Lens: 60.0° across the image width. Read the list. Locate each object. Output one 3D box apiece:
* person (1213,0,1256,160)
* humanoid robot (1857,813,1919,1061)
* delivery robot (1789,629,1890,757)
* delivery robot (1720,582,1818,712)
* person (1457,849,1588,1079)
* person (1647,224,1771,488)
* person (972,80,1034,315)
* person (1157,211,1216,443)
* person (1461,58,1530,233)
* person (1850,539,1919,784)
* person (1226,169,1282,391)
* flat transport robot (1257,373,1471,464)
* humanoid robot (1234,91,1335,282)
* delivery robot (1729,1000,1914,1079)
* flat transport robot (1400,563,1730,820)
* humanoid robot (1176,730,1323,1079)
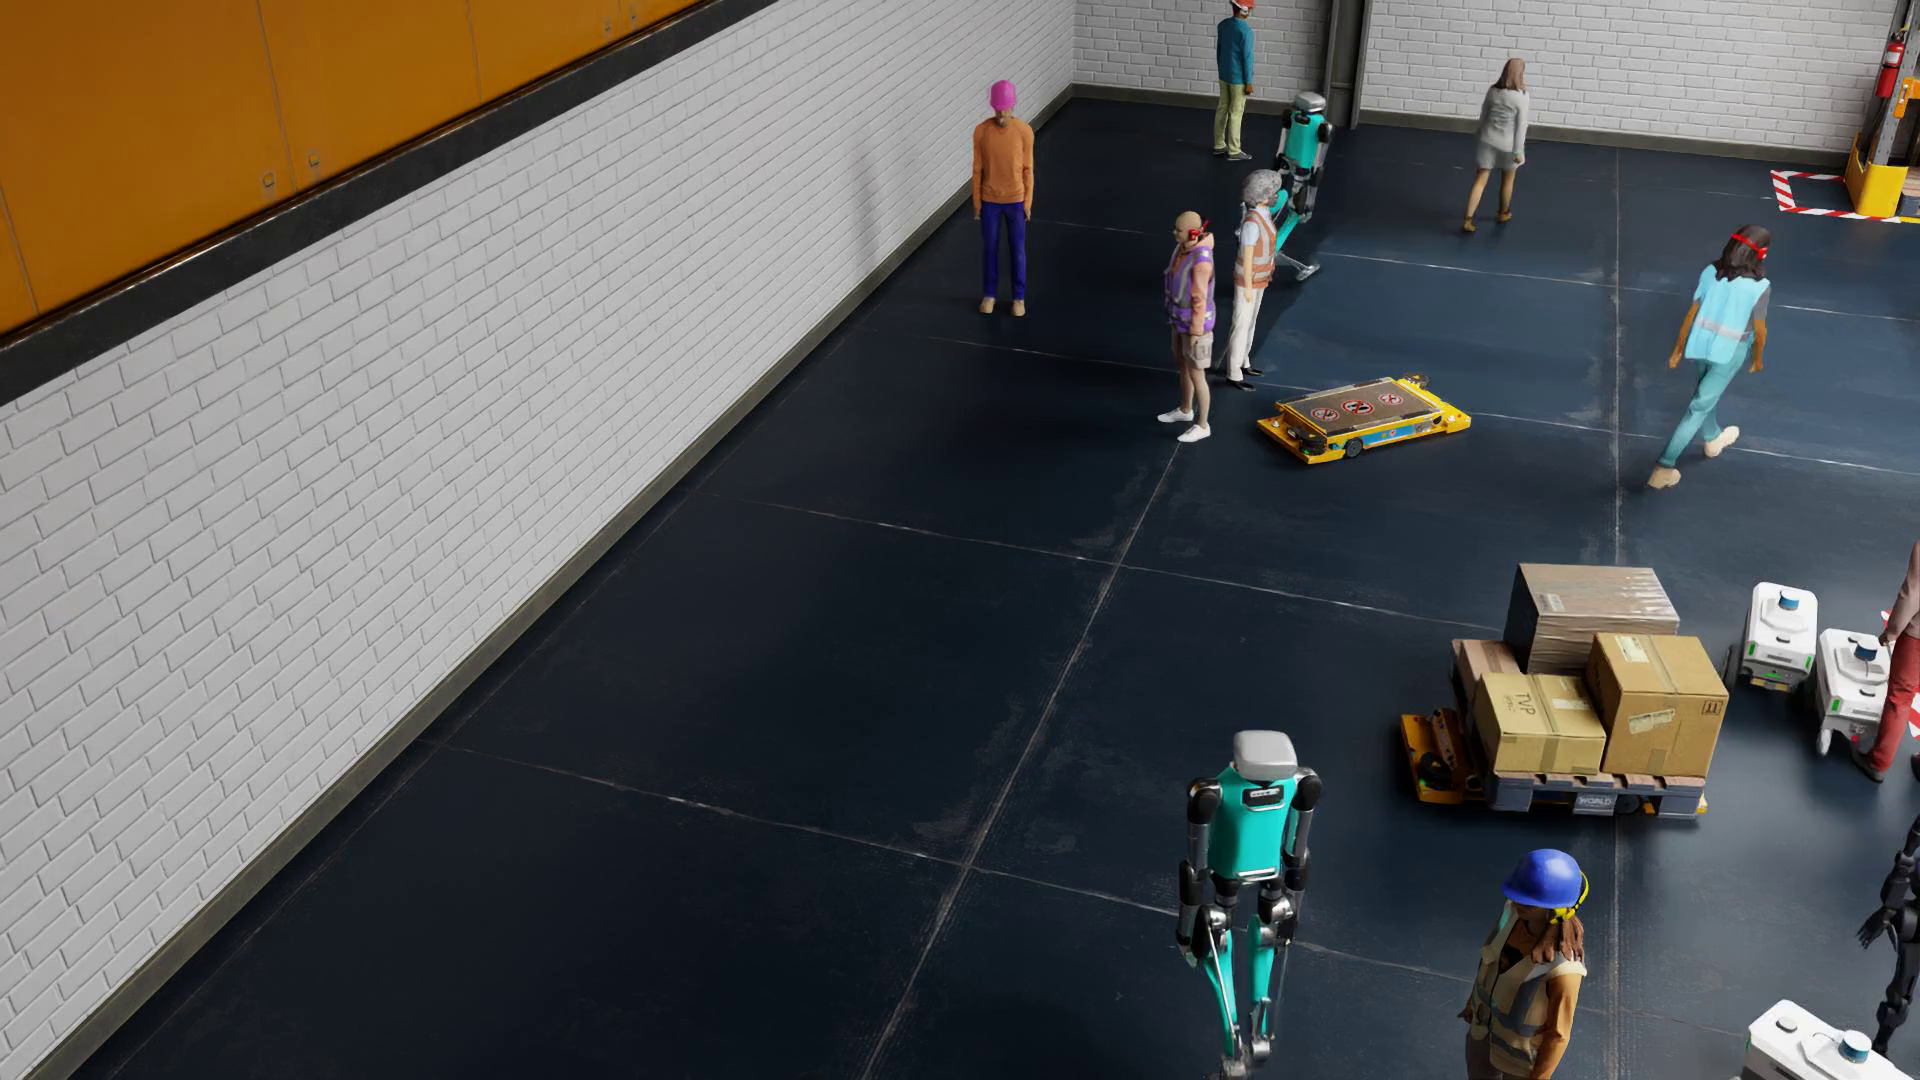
[{"bbox_3d":[2.904,-4.886,17.474,0.328,1.748,0.559,-15,34,-24],"label":"person"},{"bbox_3d":[3.970,1.517,6.647,0.610,1.651,0.332,8,31,13],"label":"humanoid robot"},{"bbox_3d":[4.819,0.802,8.971,0.499,0.587,0.788,10,32,16],"label":"delivery robot"},{"bbox_3d":[4.608,0.579,9.376,0.499,0.613,0.811,13,33,21],"label":"delivery robot"},{"bbox_3d":[1.993,1.819,6.041,0.305,1.778,0.462,-9,32,-14],"label":"person"},{"bbox_3d":[5.138,-1.260,11.248,1.037,1.806,0.487,-16,34,-26],"label":"person"},{"bbox_3d":[0.352,-2.820,13.747,0.511,1.975,0.406,3,31,6],"label":"person"},{"bbox_3d":[1.625,-1.526,11.831,0.354,1.682,0.497,-9,32,-15],"label":"person"},{"bbox_3d":[5.043,-3.699,15.580,0.504,1.617,0.851,22,37,32],"label":"person"},{"bbox_3d":[4.922,0.453,8.378,0.532,1.766,0.324,2,31,4],"label":"person"},{"bbox_3d":[2.219,-1.972,12.574,0.311,1.690,0.445,13,33,20],"label":"person"},{"bbox_3d":[2.953,-0.890,12.140,1.431,0.231,0.659,-13,33,-21],"label":"flat transport robot"},{"bbox_3d":[2.706,-2.880,14.074,1.039,1.729,0.552,-20,36,-30],"label":"humanoid robot"},{"bbox_3d":[3.499,2.214,6.591,0.499,0.608,0.799,-21,36,-31],"label":"delivery robot"},{"bbox_3d":[3.082,1.132,8.699,1.431,0.231,0.659,2,31,4],"label":"flat transport robot"},{"bbox_3d":[1.154,1.640,6.440,0.552,1.836,0.744,-7,31,-12],"label":"humanoid robot"}]
